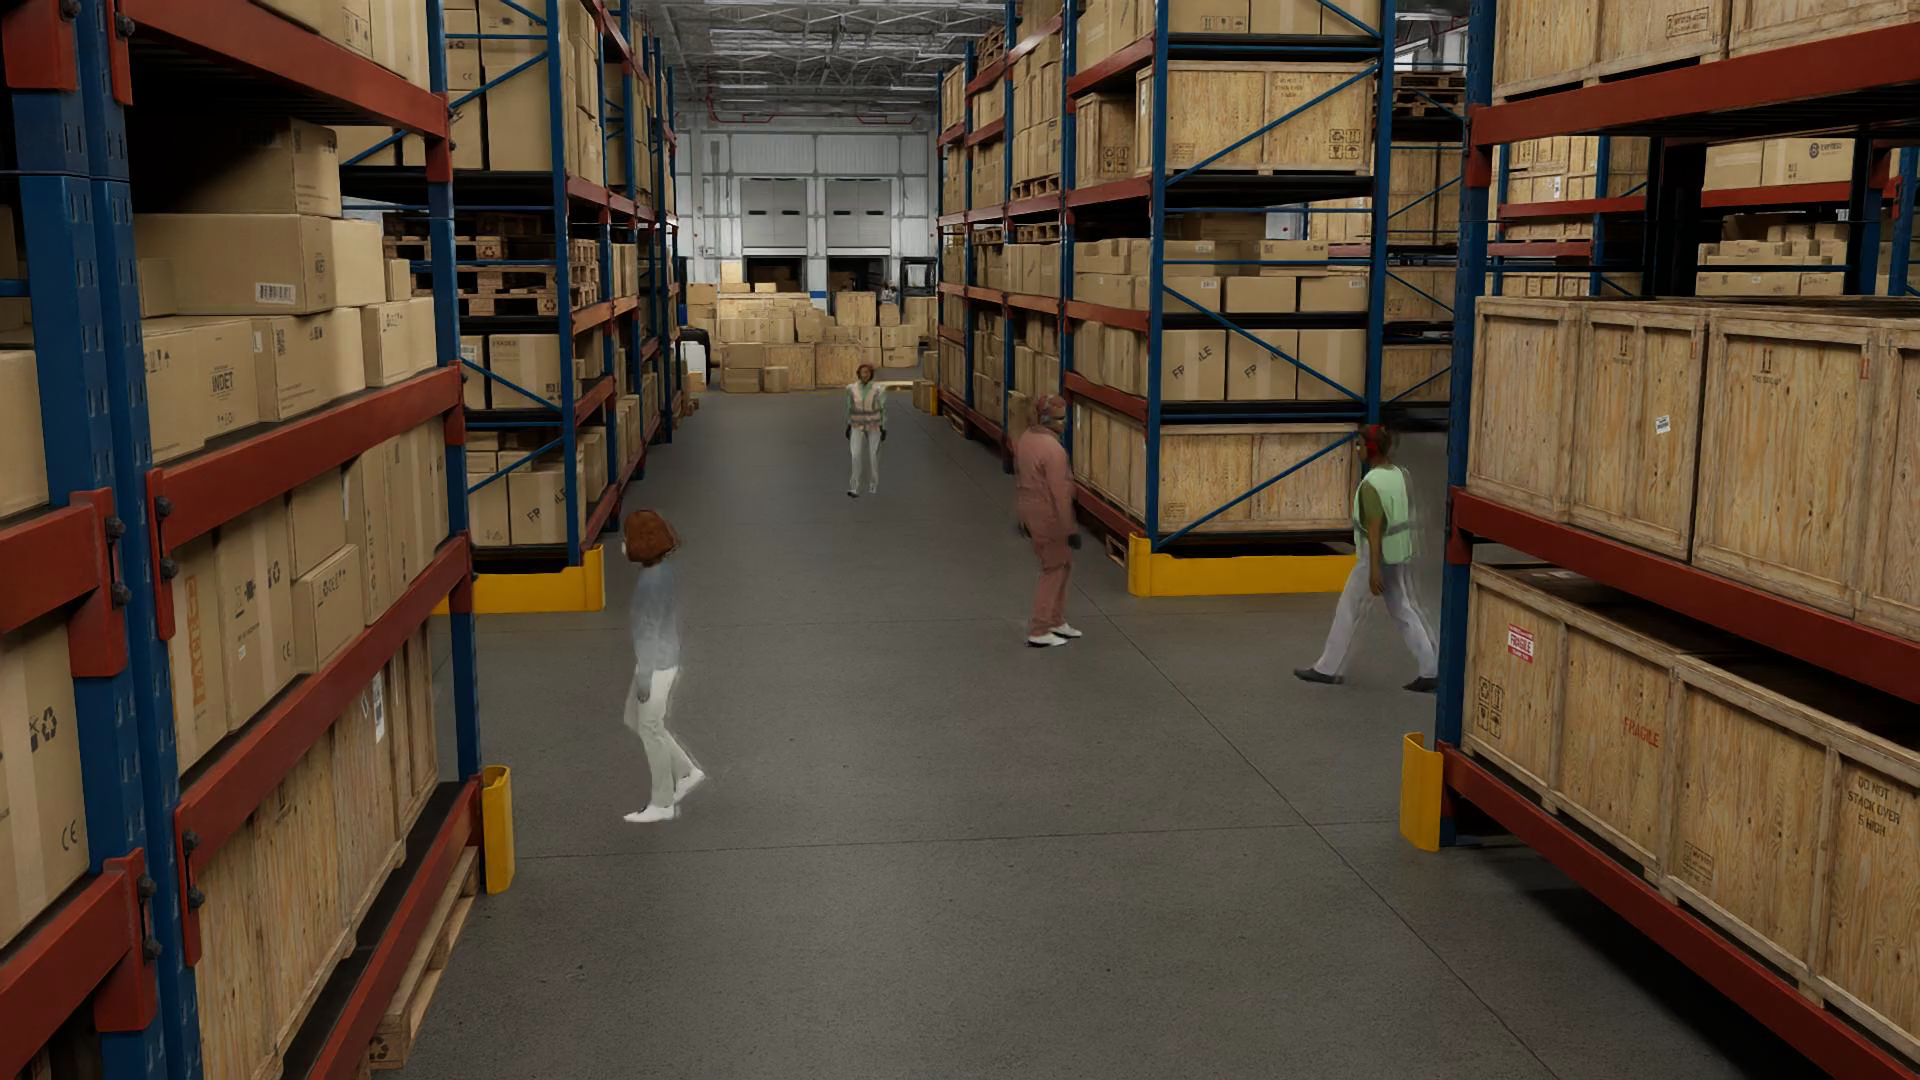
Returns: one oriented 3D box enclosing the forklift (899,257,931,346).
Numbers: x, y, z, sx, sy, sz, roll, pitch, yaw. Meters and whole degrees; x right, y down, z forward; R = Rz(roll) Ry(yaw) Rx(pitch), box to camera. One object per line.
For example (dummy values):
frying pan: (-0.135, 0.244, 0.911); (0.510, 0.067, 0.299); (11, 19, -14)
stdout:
forklift: (-1.335, -7.260, 50.832); (1.129, 2.768, 1.873); (-2, 10, -10)

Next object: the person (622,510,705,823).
person: (-1.573, 0.645, 8.467); (0.364, 1.617, 0.518); (-1, 10, -7)

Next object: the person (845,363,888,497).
person: (-1.128, -1.306, 19.888); (0.537, 1.594, 0.834); (1, 10, 6)

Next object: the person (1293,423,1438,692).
person: (2.782, 0.121, 11.035); (1.007, 1.795, 0.581); (7, 12, 33)

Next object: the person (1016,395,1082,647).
person: (0.758, -0.141, 12.287); (0.628, 1.874, 0.674); (-3, 10, -18)

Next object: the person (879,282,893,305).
person: (-2.829, -8.895, 63.283); (0.465, 1.866, 0.585); (-8, 13, -40)

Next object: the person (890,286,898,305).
person: (-2.697, -9.717, 68.807); (0.522, 1.613, 0.719); (9, 13, 42)

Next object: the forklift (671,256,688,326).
forklift: (-10.150, -8.825, 59.945); (1.873, 2.768, 1.129); (4, 11, 24)

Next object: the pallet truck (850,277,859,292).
pallet truck: (-3.782, -9.391, 65.808); (1.885, 1.965, 0.823); (2, 10, 10)

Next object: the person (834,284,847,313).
person: (-3.903, -7.548, 55.327); (0.640, 1.920, 0.833); (-4, 10, -20)
